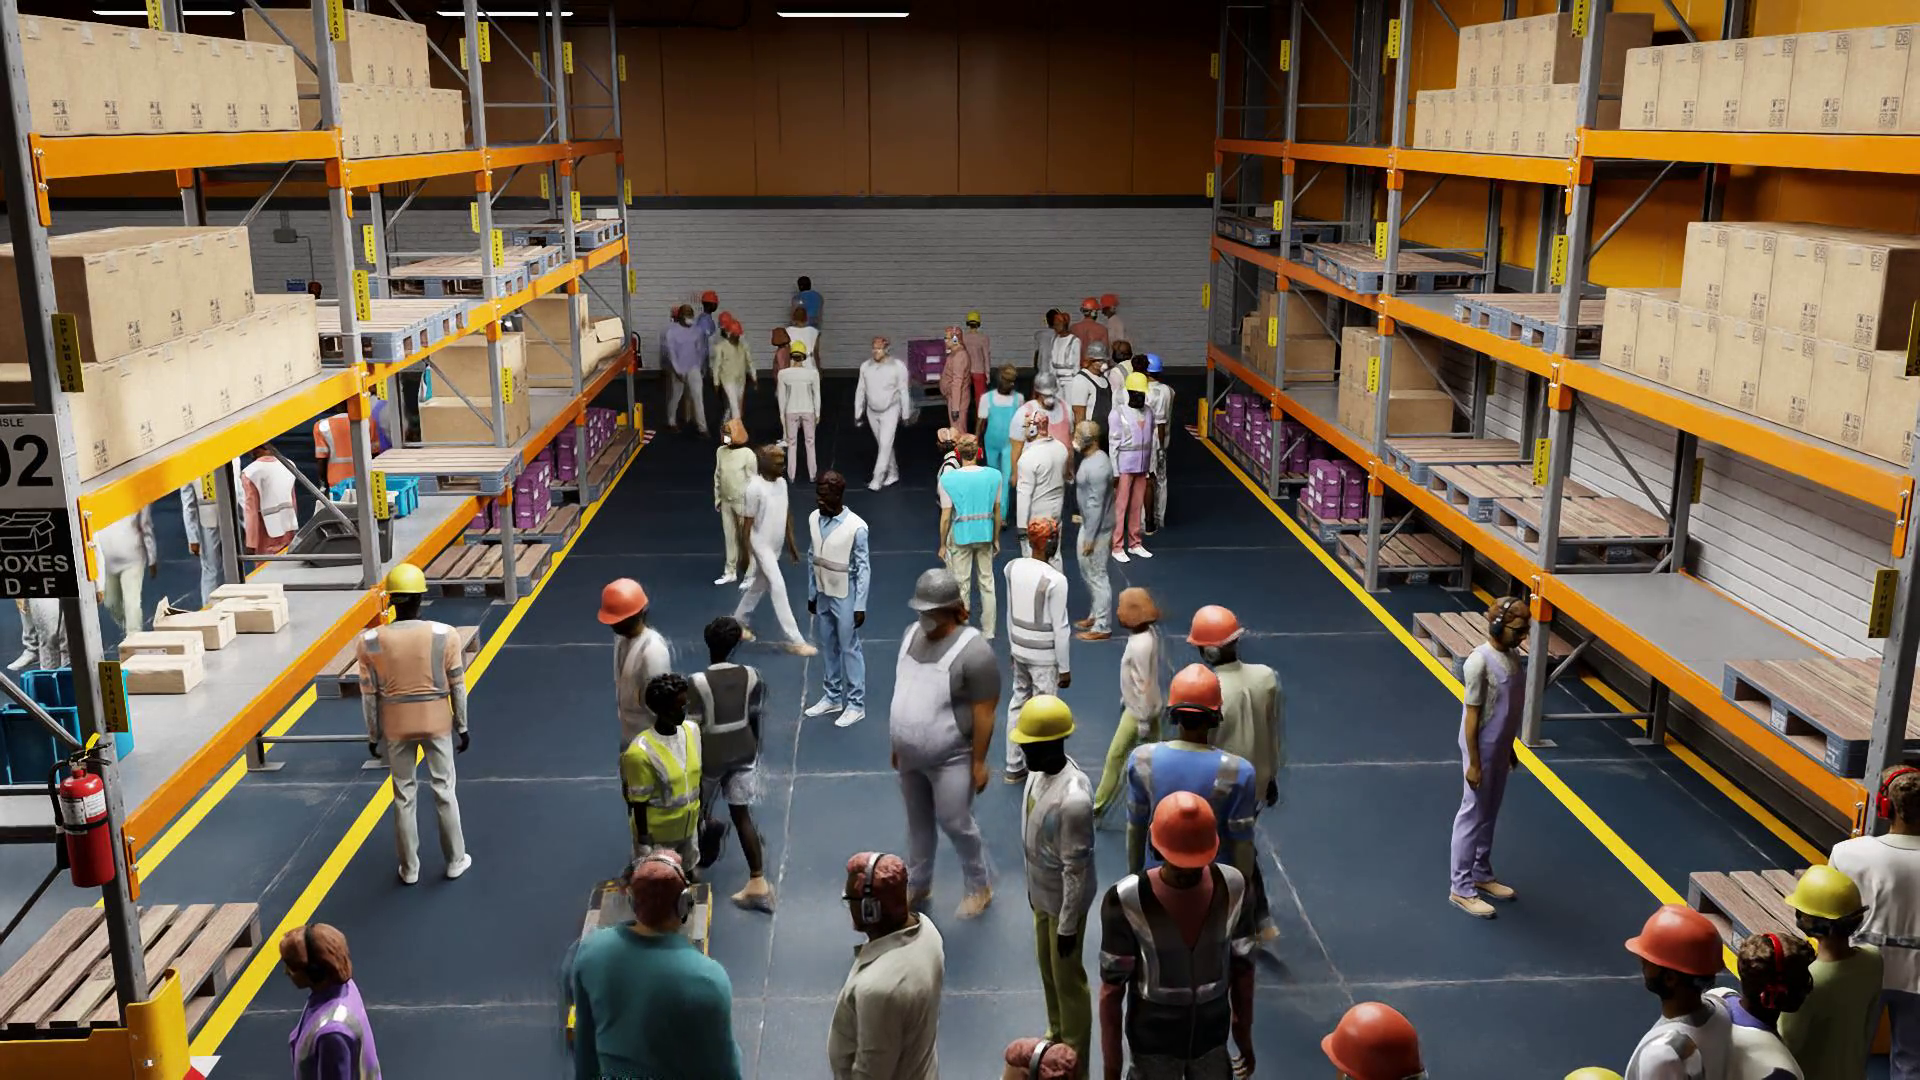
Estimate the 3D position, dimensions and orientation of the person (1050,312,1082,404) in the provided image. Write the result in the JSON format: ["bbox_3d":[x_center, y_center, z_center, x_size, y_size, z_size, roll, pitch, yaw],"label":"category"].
[{"bbox_3d":[1.406,-2.117,22.358,0.360,1.878,0.591,-10,17,-35],"label":"person"}]

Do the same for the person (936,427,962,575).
[{"bbox_3d":[-0.071,-0.246,15.506,0.314,1.633,0.518,3,15,11],"label":"person"}]

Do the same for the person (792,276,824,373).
[{"bbox_3d":[-2.575,-3.494,27.846,0.621,1.838,0.429,-13,19,-41],"label":"person"}]

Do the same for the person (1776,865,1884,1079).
[{"bbox_3d":[3.183,2.052,6.231,0.528,1.761,0.339,-7,16,-25],"label":"person"}]

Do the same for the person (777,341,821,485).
[{"bbox_3d":[-1.965,-1.555,20.373,0.525,1.769,0.315,-2,14,-6],"label":"person"}]

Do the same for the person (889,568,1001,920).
[{"bbox_3d":[-0.143,1.131,9.278,0.535,2.000,0.690,-14,20,-43],"label":"person"}]

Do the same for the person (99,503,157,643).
[{"bbox_3d":[-6.953,0.150,13.769,0.580,1.720,0.766,-5,15,-17],"label":"person"}]

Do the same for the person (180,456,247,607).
[{"bbox_3d":[-6.431,-0.100,14.386,0.410,1.908,0.598,8,16,28],"label":"person"}]

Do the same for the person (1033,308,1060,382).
[{"bbox_3d":[1.245,-2.266,23.005,0.524,1.855,0.379,7,16,26],"label":"person"}]

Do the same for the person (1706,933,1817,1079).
[{"bbox_3d":[2.600,2.169,5.591,0.386,1.845,0.568,0,14,1],"label":"person"}]

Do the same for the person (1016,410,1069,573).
[{"bbox_3d":[0.696,-0.225,14.895,0.399,1.900,0.648,11,18,37],"label":"person"}]

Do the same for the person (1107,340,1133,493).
[{"bbox_3d":[1.947,-1.480,19.956,0.430,1.837,0.629,10,17,35],"label":"person"}]

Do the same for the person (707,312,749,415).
[{"bbox_3d":[-3.326,-2.413,23.851,0.582,1.710,0.651,0,14,-1],"label":"person"}]

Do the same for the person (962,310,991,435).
[{"bbox_3d":[0.195,-2.361,23.529,0.530,1.772,0.299,6,16,23],"label":"person"}]

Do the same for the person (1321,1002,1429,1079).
[{"bbox_3d":[1.181,2.278,4.867,0.613,1.995,0.390,-10,18,-35],"label":"person"}]

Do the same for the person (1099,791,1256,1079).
[{"bbox_3d":[0.832,1.892,6.323,0.613,2.031,0.403,-3,15,-12],"label":"person"}]

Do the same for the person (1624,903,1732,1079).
[{"bbox_3d":[2.333,2.127,5.575,0.362,1.938,0.545,12,19,39],"label":"person"}]

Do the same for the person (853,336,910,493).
[{"bbox_3d":[-0.989,-1.508,19.997,0.664,1.852,0.988,7,16,27],"label":"person"}]

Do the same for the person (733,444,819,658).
[{"bbox_3d":[-1.625,0.060,14.004,1.003,1.791,0.523,7,16,27],"label":"person"}]

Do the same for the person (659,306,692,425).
[{"bbox_3d":[-4.127,-2.557,24.400,0.574,1.724,0.442,-5,15,-19],"label":"person"}]

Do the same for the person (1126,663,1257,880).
[{"bbox_3d":[1.057,1.556,7.633,0.607,2.036,0.412,7,16,26],"label":"person"}]

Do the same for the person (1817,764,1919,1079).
[{"bbox_3d":[3.861,1.836,6.925,0.561,1.836,0.395,4,15,15],"label":"person"}]

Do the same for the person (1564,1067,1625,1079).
[{"bbox_3d":[1.714,2.353,4.731,0.589,1.923,0.386,2,14,7],"label":"person"}]

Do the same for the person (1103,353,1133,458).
[{"bbox_3d":[2.000,-1.552,20.496,0.539,1.695,0.318,2,14,6],"label":"person"}]

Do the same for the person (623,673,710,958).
[{"bbox_3d":[-1.503,1.488,8.585,0.321,1.689,0.529,9,17,32],"label":"person"}]

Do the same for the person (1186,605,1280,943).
[{"bbox_3d":[1.397,1.293,8.781,0.636,1.969,0.439,-10,17,-33],"label":"person"}]

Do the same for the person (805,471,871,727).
[{"bbox_3d":[-0.897,0.419,12.319,0.596,1.917,0.372,14,20,43],"label":"person"}]

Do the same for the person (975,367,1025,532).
[{"bbox_3d":[0.426,-0.997,18.144,0.565,1.781,0.961,0,14,-1],"label":"person"}]

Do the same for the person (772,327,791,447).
[{"bbox_3d":[-2.433,-2.085,22.718,0.284,1.633,0.497,1,14,4],"label":"person"}]

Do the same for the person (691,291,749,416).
[{"bbox_3d":[-3.718,-2.781,24.952,0.953,1.887,0.568,0,14,2],"label":"person"}]

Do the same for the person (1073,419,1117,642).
[{"bbox_3d":[1.153,-0.084,14.293,0.382,1.926,0.642,-1,14,-3],"label":"person"}]

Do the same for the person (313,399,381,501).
[{"bbox_3d":[-5.915,-0.582,16.149,0.603,1.967,0.366,-6,15,-22],"label":"person"}]

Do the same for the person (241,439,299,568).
[{"bbox_3d":[-5.855,-0.050,14.189,0.401,1.908,0.597,4,15,15],"label":"person"}]

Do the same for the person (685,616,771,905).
[{"bbox_3d":[-1.353,1.261,9.569,0.575,1.639,0.840,-11,18,-38],"label":"person"}]

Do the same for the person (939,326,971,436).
[{"bbox_3d":[-0.062,-1.718,20.760,0.399,1.899,0.635,1,14,4],"label":"person"}]

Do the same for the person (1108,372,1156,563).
[{"bbox_3d":[1.754,-0.744,16.863,0.587,1.930,0.359,-11,18,-36],"label":"person"}]

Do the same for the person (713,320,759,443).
[{"bbox_3d":[-3.181,-2.257,23.274,0.622,1.704,0.857,-11,18,-38],"label":"person"}]

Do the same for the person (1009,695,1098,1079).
[{"bbox_3d":[0.421,1.618,7.615,0.406,1.919,0.586,-4,15,-14],"label":"person"}]

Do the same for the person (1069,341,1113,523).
[{"bbox_3d":[1.498,-1.205,18.448,0.535,2.000,0.681,8,16,28],"label":"person"}]

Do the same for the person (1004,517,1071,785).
[{"bbox_3d":[0.519,0.767,11.036,0.339,1.878,0.571,-11,18,-36],"label":"person"}]

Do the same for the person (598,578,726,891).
[{"bbox_3d":[-1.757,1.111,9.623,0.647,1.907,0.576,-10,17,-35],"label":"person"}]

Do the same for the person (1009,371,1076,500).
[{"bbox_3d":[0.794,-0.772,16.750,0.699,2.000,0.770,-9,17,-31],"label":"person"}]

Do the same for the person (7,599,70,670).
[{"bbox_3d":[-7.536,0.124,13.478,0.597,1.916,0.371,4,15,14],"label":"person"}]

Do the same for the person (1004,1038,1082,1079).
[{"bbox_3d":[0.259,2.336,4.855,0.396,1.895,0.651,4,15,16],"label":"person"}]

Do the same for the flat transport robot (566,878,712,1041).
[{"bbox_3d":[-1.660,2.162,8.759,0.652,0.197,1.431,-2,14,-6],"label":"flat transport robot"}]

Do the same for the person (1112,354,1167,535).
[{"bbox_3d":[1.921,-1.026,17.924,0.602,1.957,0.385,4,15,15],"label":"person"}]

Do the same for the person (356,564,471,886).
[{"bbox_3d":[-3.171,1.082,9.716,0.584,1.918,0.381,-3,15,-13],"label":"person"}]

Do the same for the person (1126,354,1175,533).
[{"bbox_3d":[2.062,-1.044,17.998,0.384,1.951,0.605,13,19,42],"label":"person"}]

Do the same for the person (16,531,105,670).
[{"bbox_3d":[-6.800,0.354,12.566,0.635,1.932,0.363,-7,16,-26],"label":"person"}]

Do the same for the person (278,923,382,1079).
[{"bbox_3d":[-2.260,2.154,6.083,0.317,1.631,0.524,-6,15,-21],"label":"person"}]

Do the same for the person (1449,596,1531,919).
[{"bbox_3d":[3.003,1.204,9.394,0.346,1.841,0.506,12,19,40],"label":"person"}]

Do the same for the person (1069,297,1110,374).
[{"bbox_3d":[1.791,-2.368,23.114,0.612,1.990,0.392,6,16,23],"label":"person"}]

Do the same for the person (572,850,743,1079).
[{"bbox_3d":[-1.133,2.058,5.961,0.664,1.883,0.627,9,17,32],"label":"person"}]

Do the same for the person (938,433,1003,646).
[{"bbox_3d":[0.091,0.023,14.030,0.564,1.840,0.396,-5,15,-19],"label":"person"}]

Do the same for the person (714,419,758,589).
[{"bbox_3d":[-2.148,-0.352,15.911,0.499,1.633,0.286,9,17,31],"label":"person"}]

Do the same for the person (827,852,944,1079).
[{"bbox_3d":[-0.276,2.029,6.052,0.402,1.896,0.652,3,15,11],"label":"person"}]

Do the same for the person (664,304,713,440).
[{"bbox_3d":[-3.875,-2.376,23.385,0.615,1.896,1.008,-10,17,-35],"label":"person"}]

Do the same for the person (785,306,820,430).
[{"bbox_3d":[-2.247,-2.405,23.637,0.581,1.810,0.814,-7,16,-25],"label":"person"}]
